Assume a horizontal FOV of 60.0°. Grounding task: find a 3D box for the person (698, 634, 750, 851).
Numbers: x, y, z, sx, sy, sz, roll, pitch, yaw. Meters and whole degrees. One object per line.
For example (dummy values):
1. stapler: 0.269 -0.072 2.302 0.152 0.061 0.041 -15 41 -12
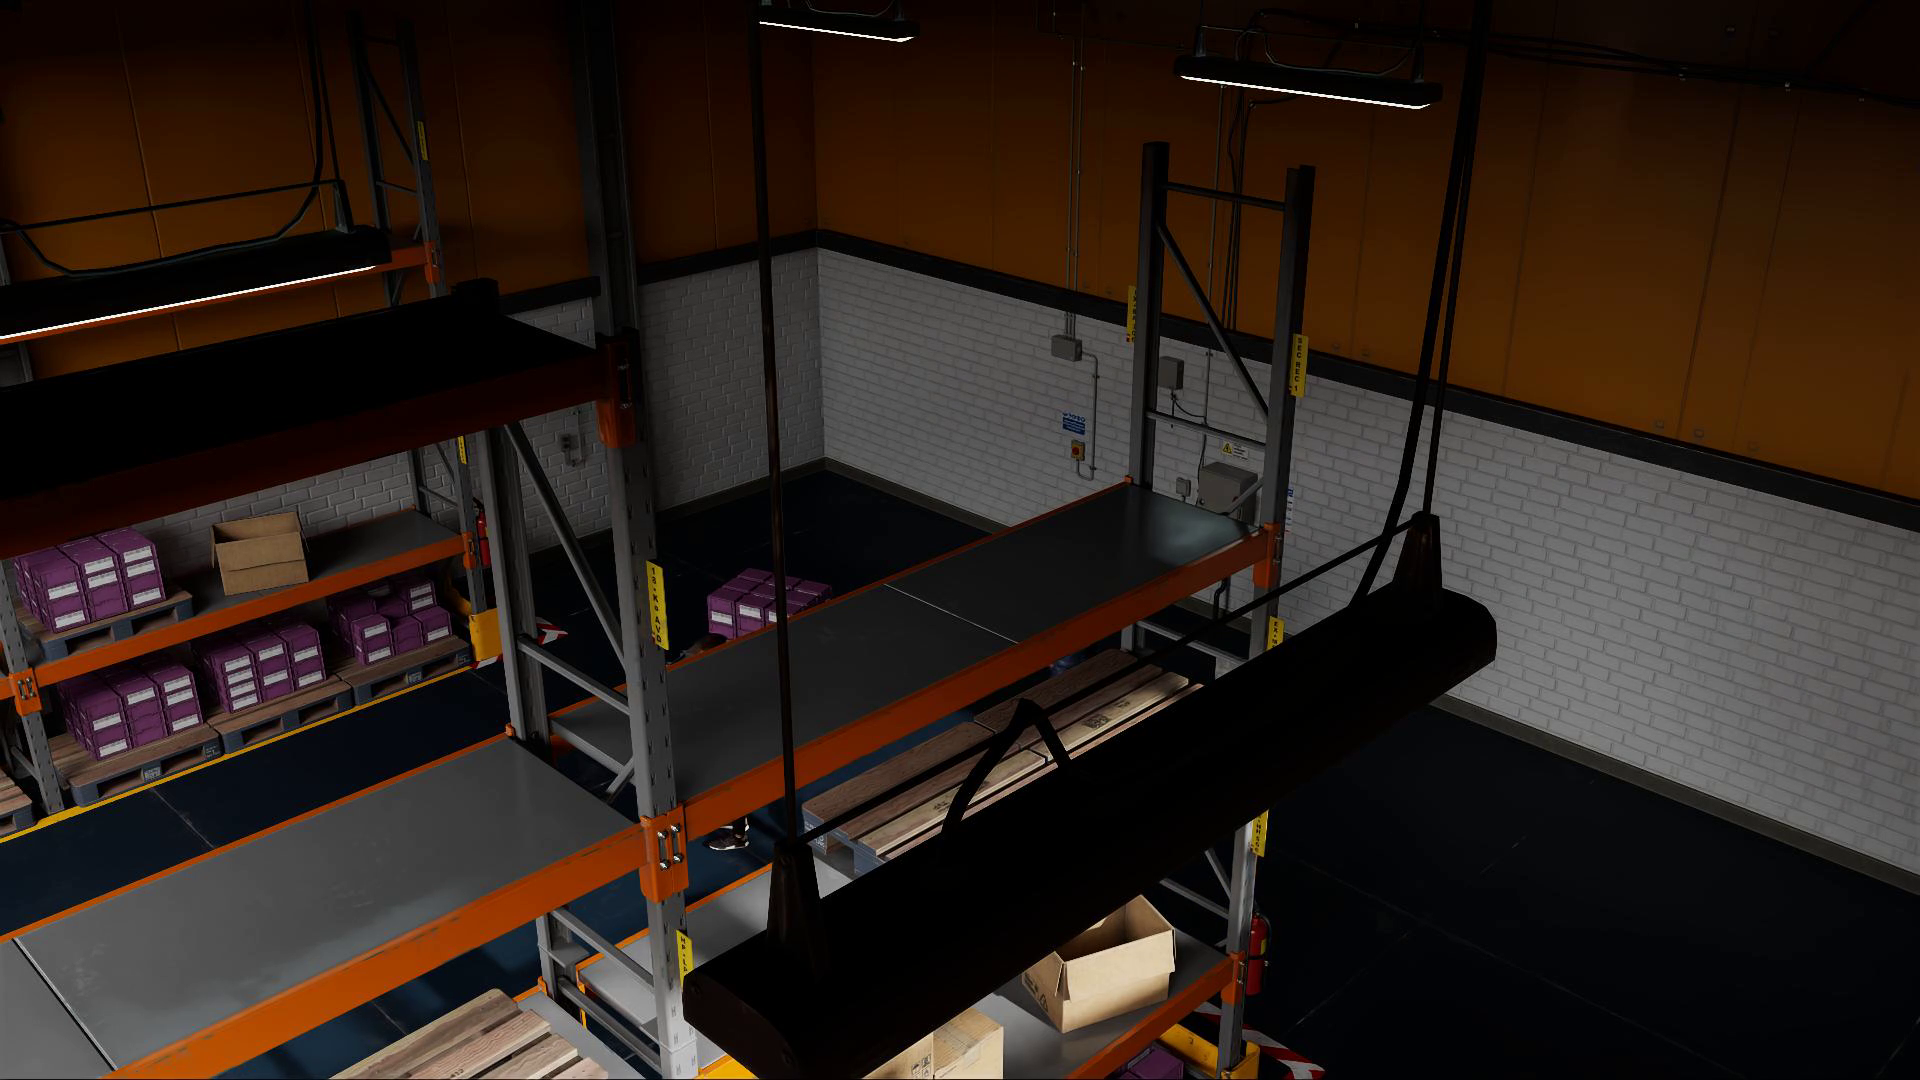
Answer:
1. person: -1.829 1.563 13.062 0.800 1.849 0.741 0 24 -1
